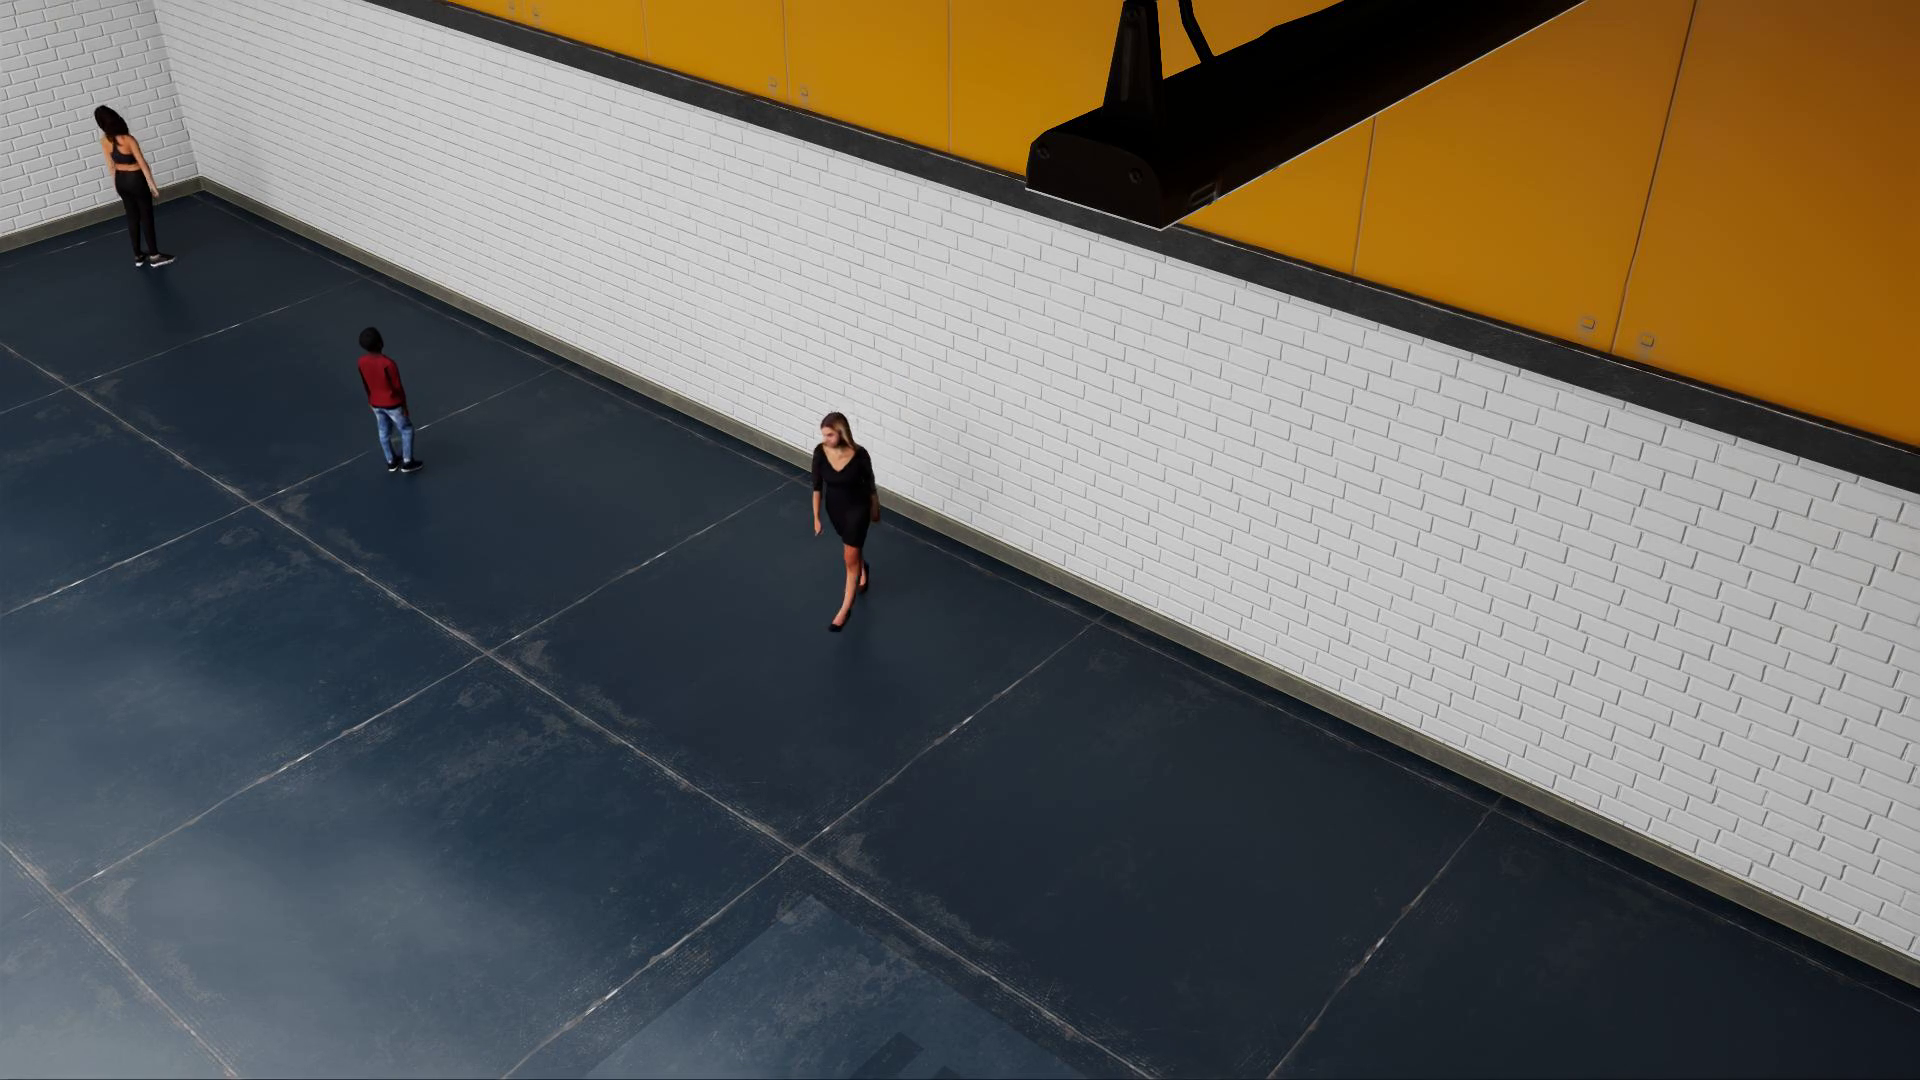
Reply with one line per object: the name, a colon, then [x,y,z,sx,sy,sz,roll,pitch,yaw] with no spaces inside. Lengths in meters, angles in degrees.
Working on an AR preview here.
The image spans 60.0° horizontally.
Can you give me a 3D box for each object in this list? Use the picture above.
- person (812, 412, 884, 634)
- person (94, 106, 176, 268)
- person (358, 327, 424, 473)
person: [-0.731,-0.215,11.510,0.831,1.625,1.086,7,34,11]
person: [-8.178,-3.493,16.436,0.669,1.631,0.676,12,35,17]
person: [-4.543,-1.097,13.172,0.578,1.254,0.584,10,35,15]
